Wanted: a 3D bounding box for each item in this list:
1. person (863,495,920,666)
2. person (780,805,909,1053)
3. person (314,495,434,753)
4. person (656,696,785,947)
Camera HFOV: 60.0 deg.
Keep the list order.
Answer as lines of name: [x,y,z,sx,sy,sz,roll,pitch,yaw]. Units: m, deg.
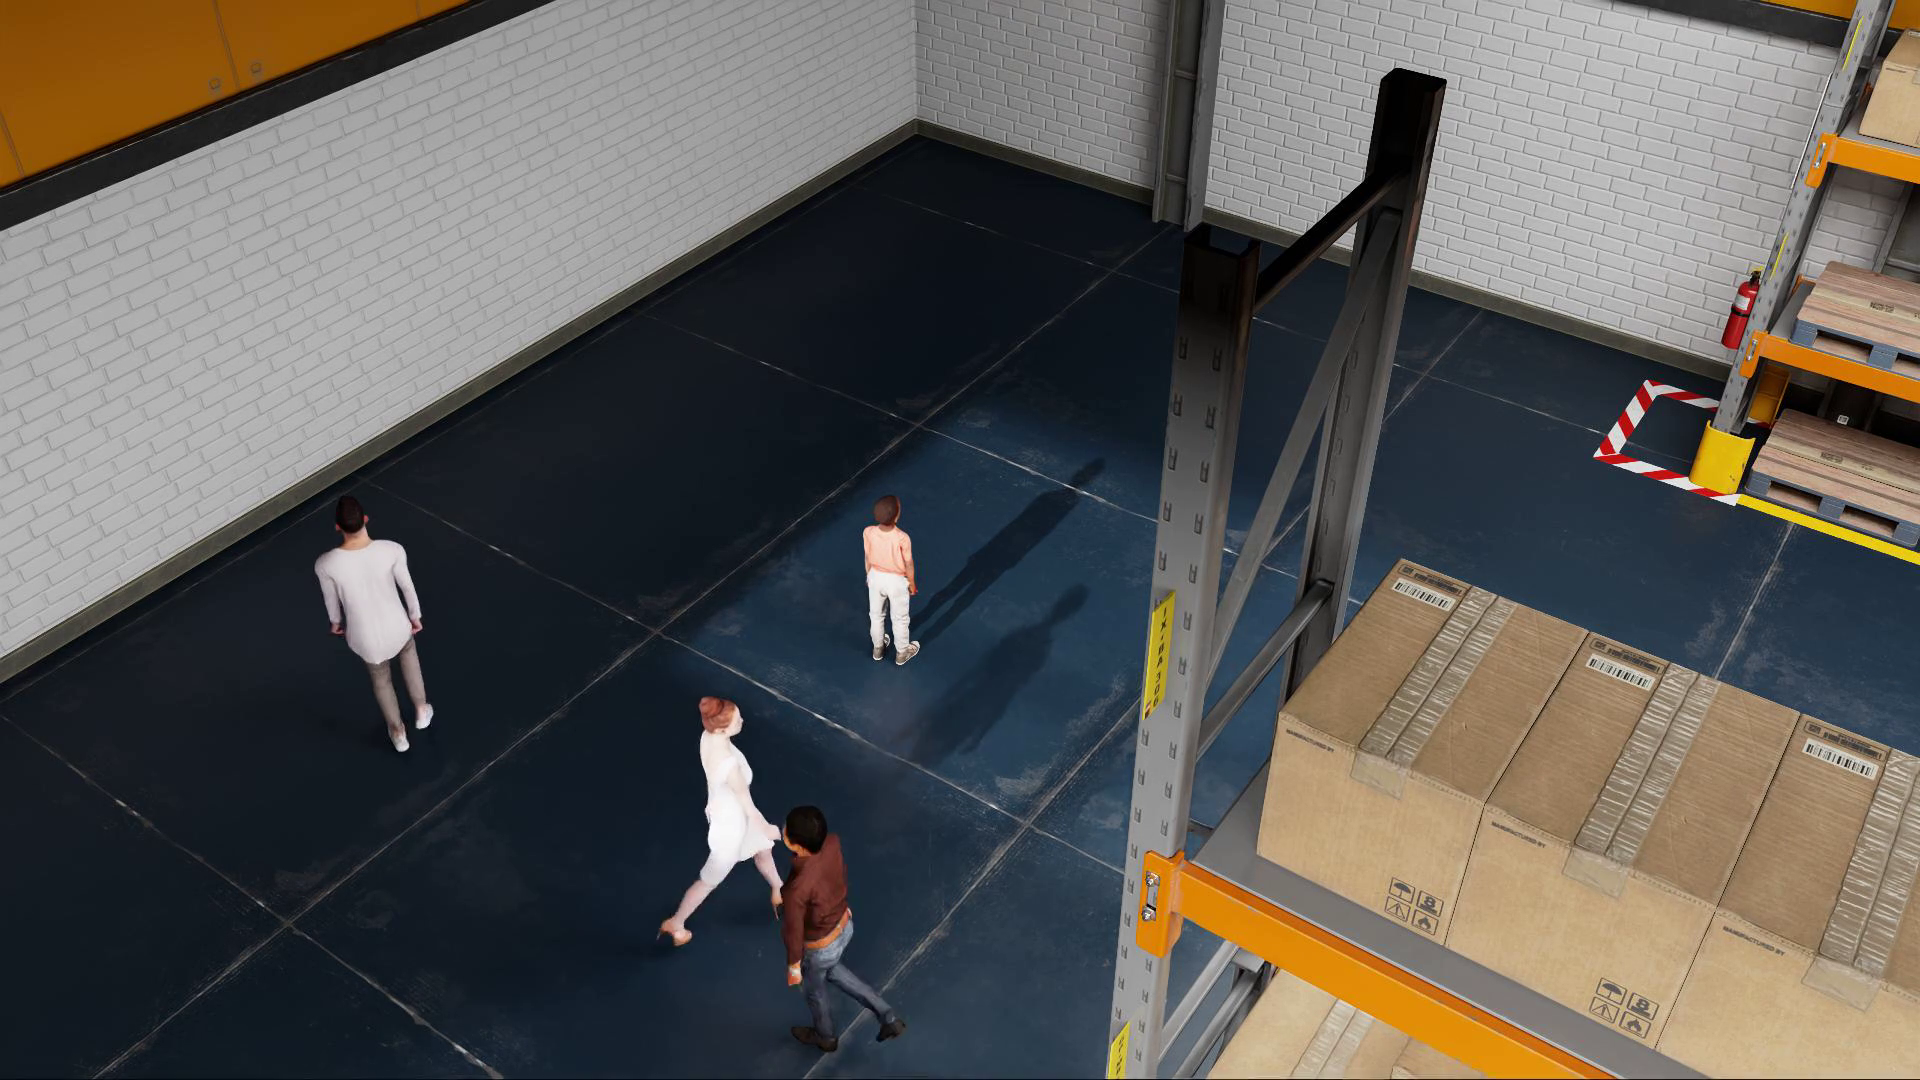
person: [-0.456,0.251,10.670,0.473,1.311,0.599,13,40,15]
person: [-0.599,1.978,8.145,0.931,1.763,0.769,14,41,17]
person: [-3.448,0.549,9.884,0.787,1.825,0.799,-17,42,-20]
person: [-1.302,1.545,8.698,1.035,1.748,1.054,-12,40,-15]
